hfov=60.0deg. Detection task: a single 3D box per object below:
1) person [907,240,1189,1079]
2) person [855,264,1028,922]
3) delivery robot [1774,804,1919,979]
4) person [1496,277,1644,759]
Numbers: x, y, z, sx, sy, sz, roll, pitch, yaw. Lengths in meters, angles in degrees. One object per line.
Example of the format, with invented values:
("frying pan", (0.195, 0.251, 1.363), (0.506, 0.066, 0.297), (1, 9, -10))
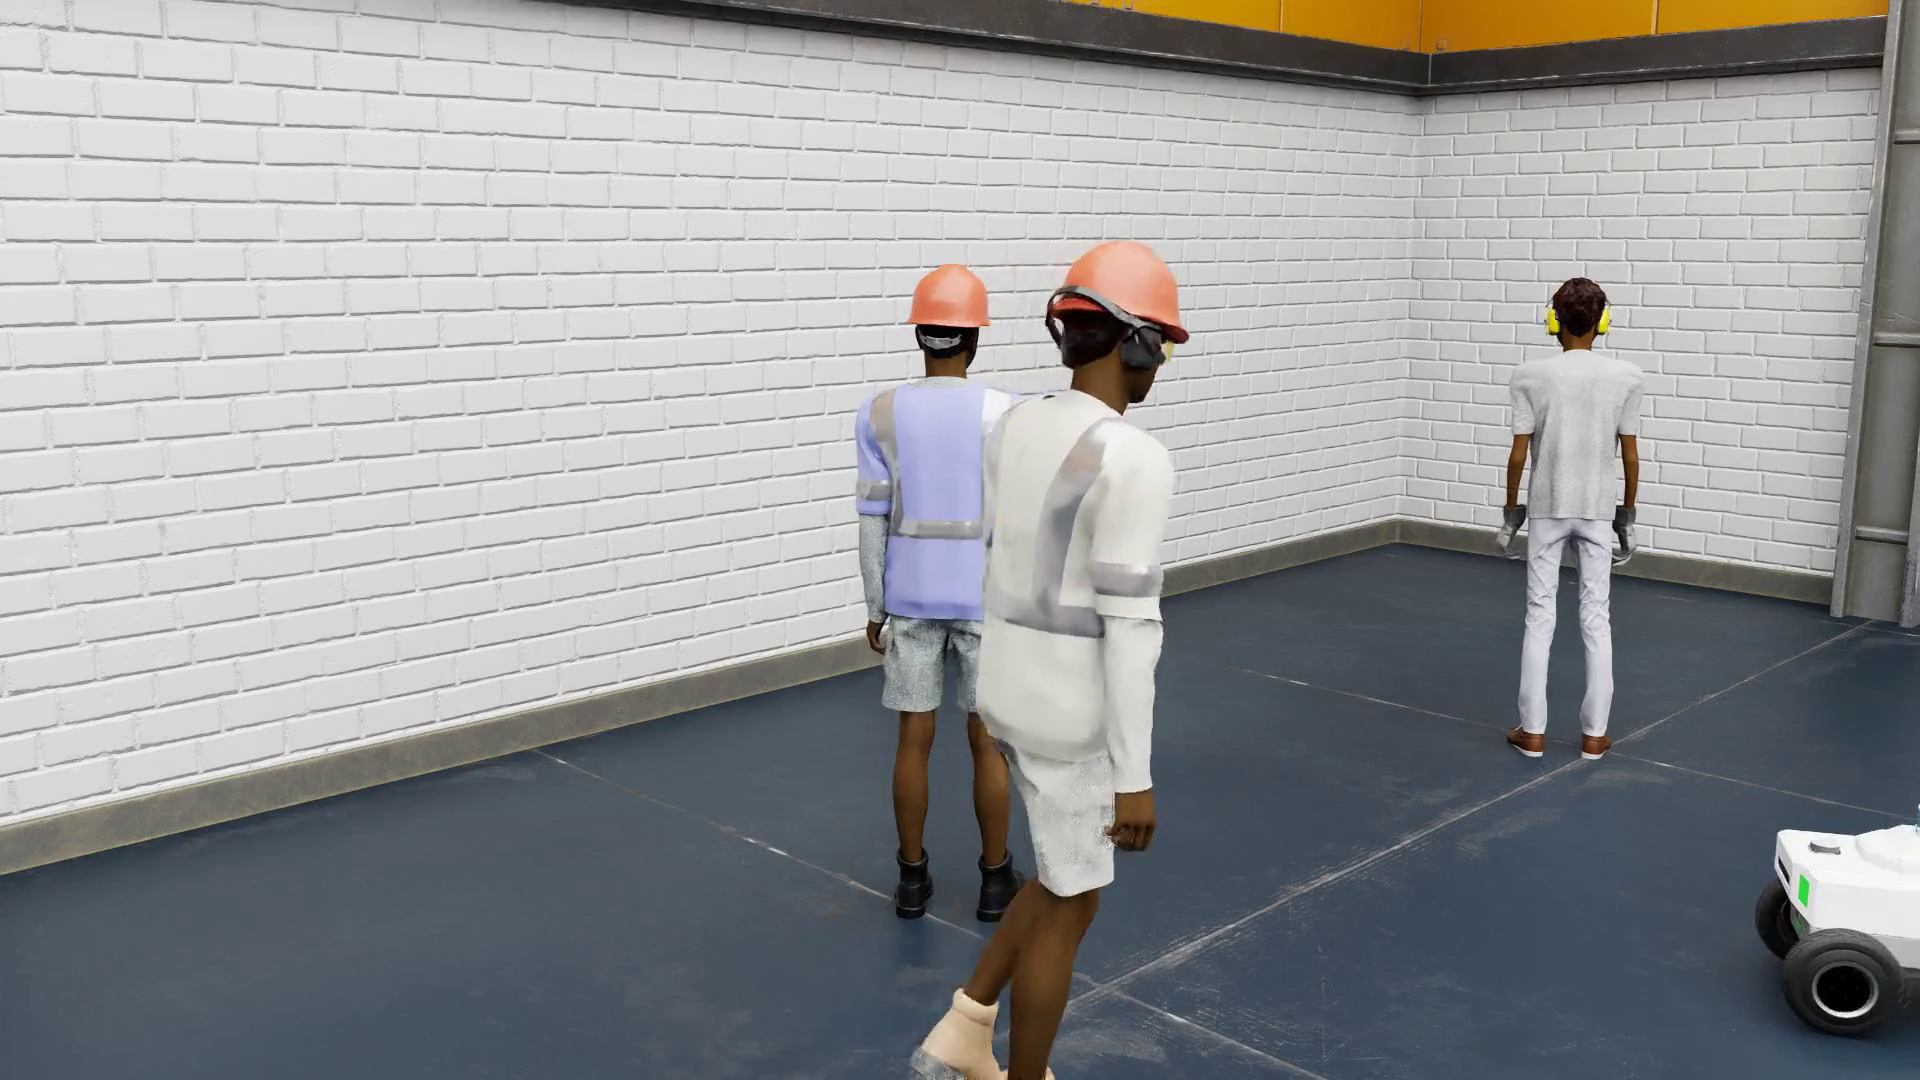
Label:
("person", (0.251, 0.378, 3.563), (0.521, 2.009, 0.661), (-3, 11, -18))
("person", (-0.029, 0.168, 4.905), (0.542, 1.939, 0.364), (2, 11, 10))
("delivery robot", (2.516, 0.924, 4.305), (0.707, 0.478, 0.477), (3, 11, 17))
("person", (2.356, -0.073, 6.443), (0.518, 1.861, 0.329), (2, 11, 13))
